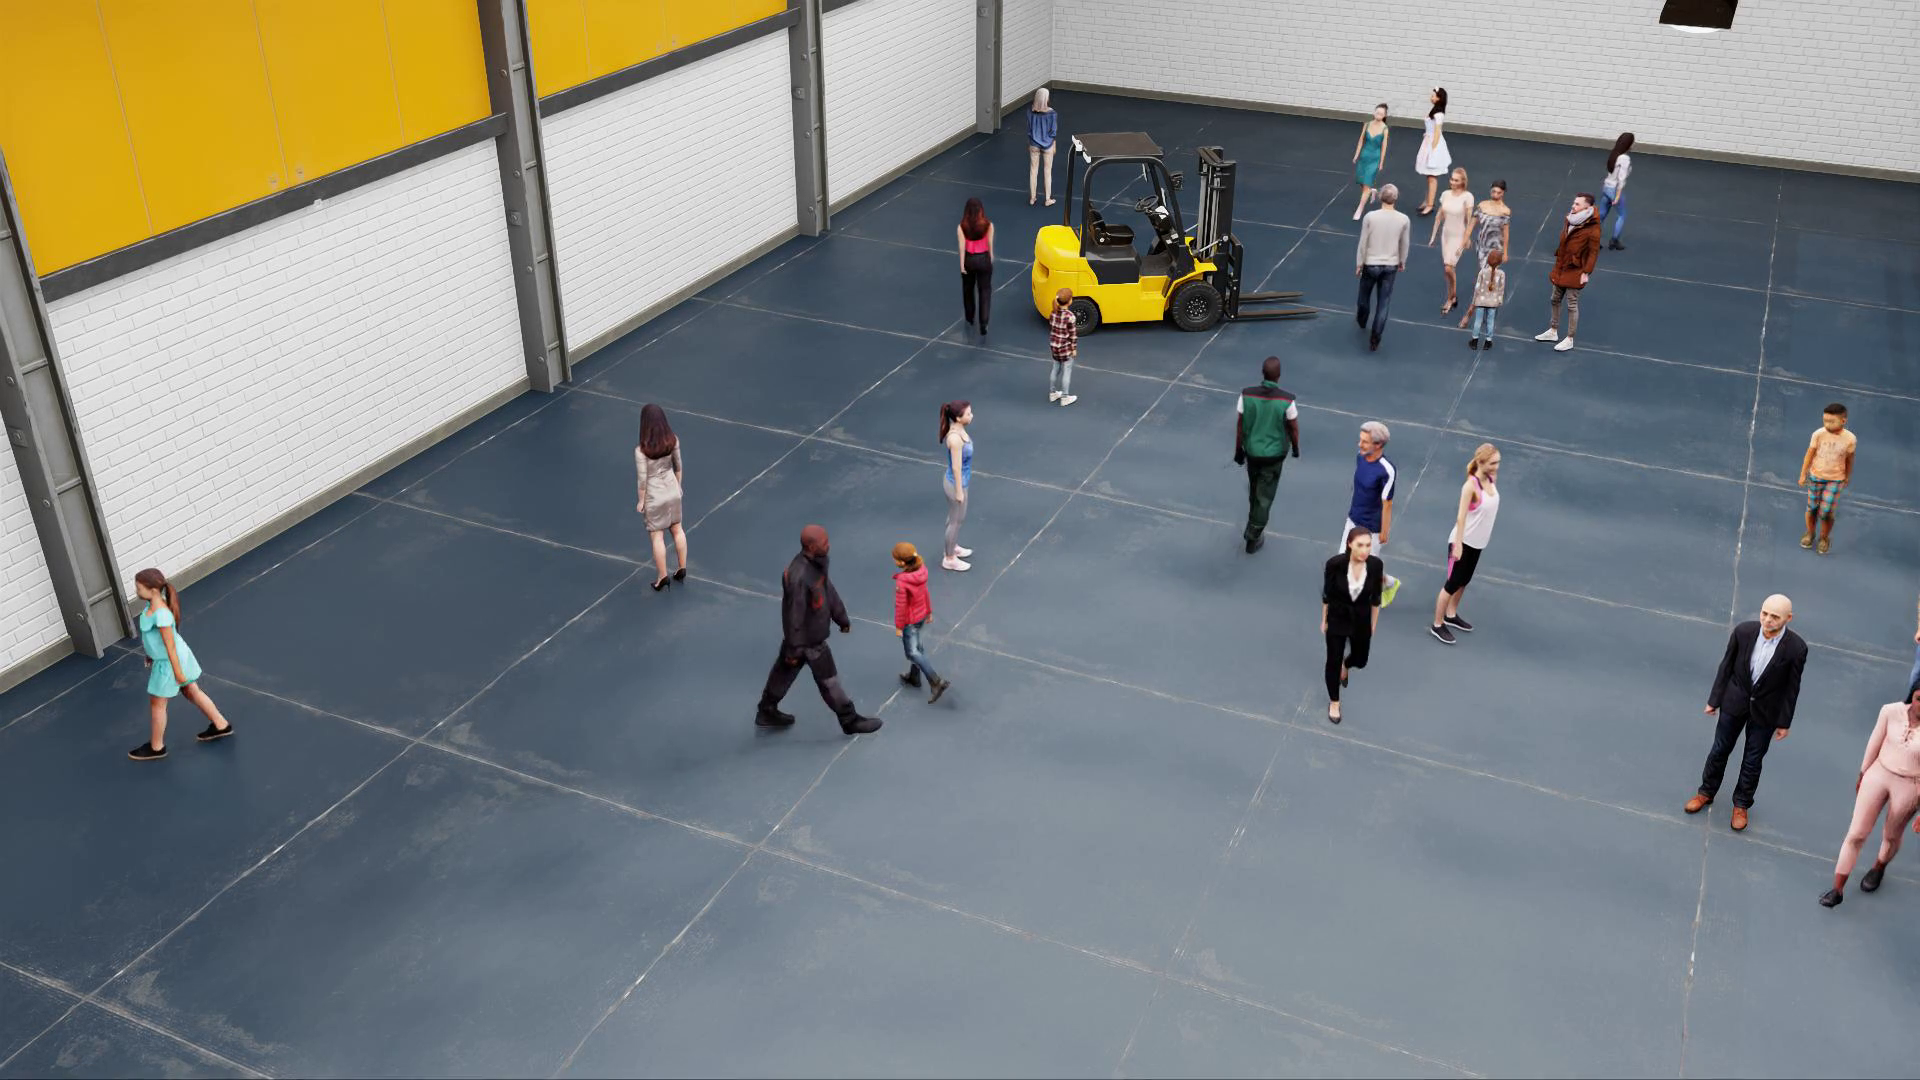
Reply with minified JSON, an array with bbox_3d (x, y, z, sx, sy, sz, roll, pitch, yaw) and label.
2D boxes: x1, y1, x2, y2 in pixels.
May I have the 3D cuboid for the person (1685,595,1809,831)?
[{"bbox_3d":[5.445,1.152,11.438,0.742,1.798,0.654,21,35,33],"label":"person"}]

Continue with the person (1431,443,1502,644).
[{"bbox_3d":[4.130,0.005,13.562,0.614,1.779,0.747,-25,37,-38],"label":"person"}]

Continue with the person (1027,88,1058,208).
[{"bbox_3d":[1.182,-5.697,24.101,0.629,1.698,0.588,9,30,16],"label":"person"}]

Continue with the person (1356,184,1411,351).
[{"bbox_3d":[4.852,-3.098,19.167,1.007,1.858,1.290,3,29,5],"label":"person"}]

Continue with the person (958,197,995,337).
[{"bbox_3d":[0.212,-3.197,19.589,0.854,1.629,1.112,1,29,1],"label":"person"}]

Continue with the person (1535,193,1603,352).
[{"bbox_3d":[7.069,-3.117,19.224,0.915,1.838,0.860,-11,31,-20],"label":"person"}]

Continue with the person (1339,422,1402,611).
[{"bbox_3d":[3.449,-0.152,13.806,0.987,1.821,0.917,-11,30,-19],"label":"person"}]

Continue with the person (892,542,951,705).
[{"bbox_3d":[-0.310,0.636,12.913,0.688,1.293,0.763,18,33,29],"label":"person"}]

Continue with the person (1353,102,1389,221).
[{"bbox_3d":[5.837,-5.353,23.506,0.875,1.662,0.742,-25,37,-37],"label":"person"}]

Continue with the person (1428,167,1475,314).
[{"bbox_3d":[6.074,-3.670,20.267,0.794,1.809,0.730,-21,35,-33],"label":"person"}]

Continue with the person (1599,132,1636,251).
[{"bbox_3d":[8.664,-4.642,22.256,0.860,1.611,0.808,-5,29,-10],"label":"person"}]

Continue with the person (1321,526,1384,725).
[{"bbox_3d":[2.926,0.587,12.631,0.753,1.648,0.868,1,29,2],"label":"person"}]

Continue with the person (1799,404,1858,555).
[{"bbox_3d":[7.833,-0.576,14.980,0.589,1.441,0.643,12,31,21],"label":"person"}]

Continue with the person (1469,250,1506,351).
[{"bbox_3d":[6.120,-2.790,19.296,0.526,1.194,0.514,6,29,11],"label":"person"}]

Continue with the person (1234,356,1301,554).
[{"bbox_3d":[2.721,-0.732,14.885,0.748,1.806,1.060,15,32,26],"label":"person"}]

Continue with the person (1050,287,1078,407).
[{"bbox_3d":[1.104,-2.090,17.898,0.618,1.304,0.596,-23,36,-35],"label":"person"}]

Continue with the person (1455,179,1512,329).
[{"bbox_3d":[6.373,-3.444,19.867,1.057,1.796,0.921,-17,33,-28],"label":"person"}]

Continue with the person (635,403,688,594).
[{"bbox_3d":[-2.562,-0.363,14.271,0.576,1.746,0.722,-24,37,-37],"label":"person"}]

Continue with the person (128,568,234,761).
[{"bbox_3d":[-5.737,0.874,12.229,0.984,1.530,0.930,-10,30,-18],"label":"person"}]

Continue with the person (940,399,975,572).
[{"bbox_3d":[-0.021,-0.499,14.666,0.688,1.606,0.572,1,29,2],"label":"person"}]

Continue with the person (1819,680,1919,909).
[{"bbox_3d":[6.066,1.597,10.735,1.079,1.691,0.876,-24,36,-36],"label":"person"}]

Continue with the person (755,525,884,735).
[{"bbox_3d":[-1.239,0.697,12.294,1.101,1.777,1.263,0,29,-1],"label":"person"}]

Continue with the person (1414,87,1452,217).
[{"bbox_3d":[6.724,-5.523,23.656,0.845,1.818,0.753,4,29,7],"label":"person"}]
